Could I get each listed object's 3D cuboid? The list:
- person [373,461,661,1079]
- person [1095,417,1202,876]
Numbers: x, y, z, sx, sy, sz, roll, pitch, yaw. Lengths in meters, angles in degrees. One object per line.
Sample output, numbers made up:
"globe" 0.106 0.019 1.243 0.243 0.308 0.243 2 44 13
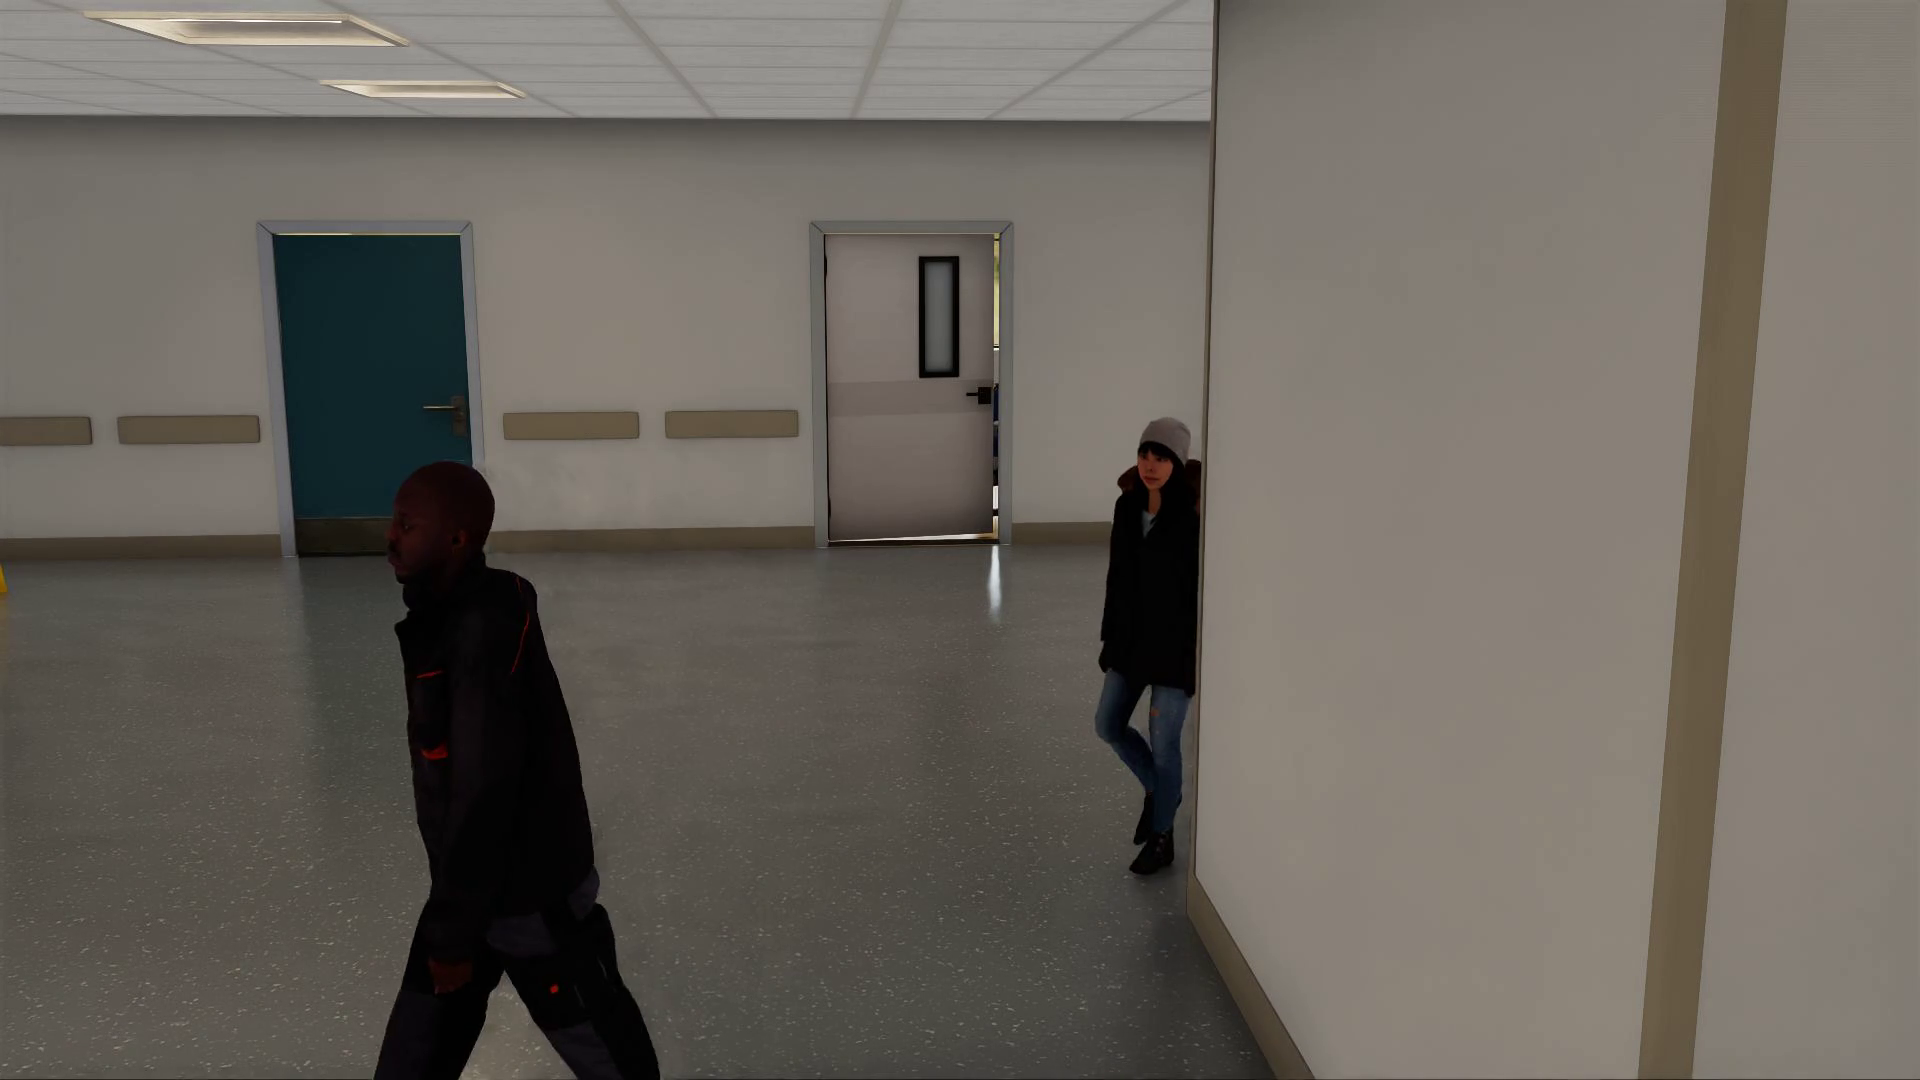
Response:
"person" -0.887 0.715 3.676 1.299 1.785 0.990 -5 12 -24
"person" 0.744 0.364 5.946 0.777 1.628 0.834 9 14 41
